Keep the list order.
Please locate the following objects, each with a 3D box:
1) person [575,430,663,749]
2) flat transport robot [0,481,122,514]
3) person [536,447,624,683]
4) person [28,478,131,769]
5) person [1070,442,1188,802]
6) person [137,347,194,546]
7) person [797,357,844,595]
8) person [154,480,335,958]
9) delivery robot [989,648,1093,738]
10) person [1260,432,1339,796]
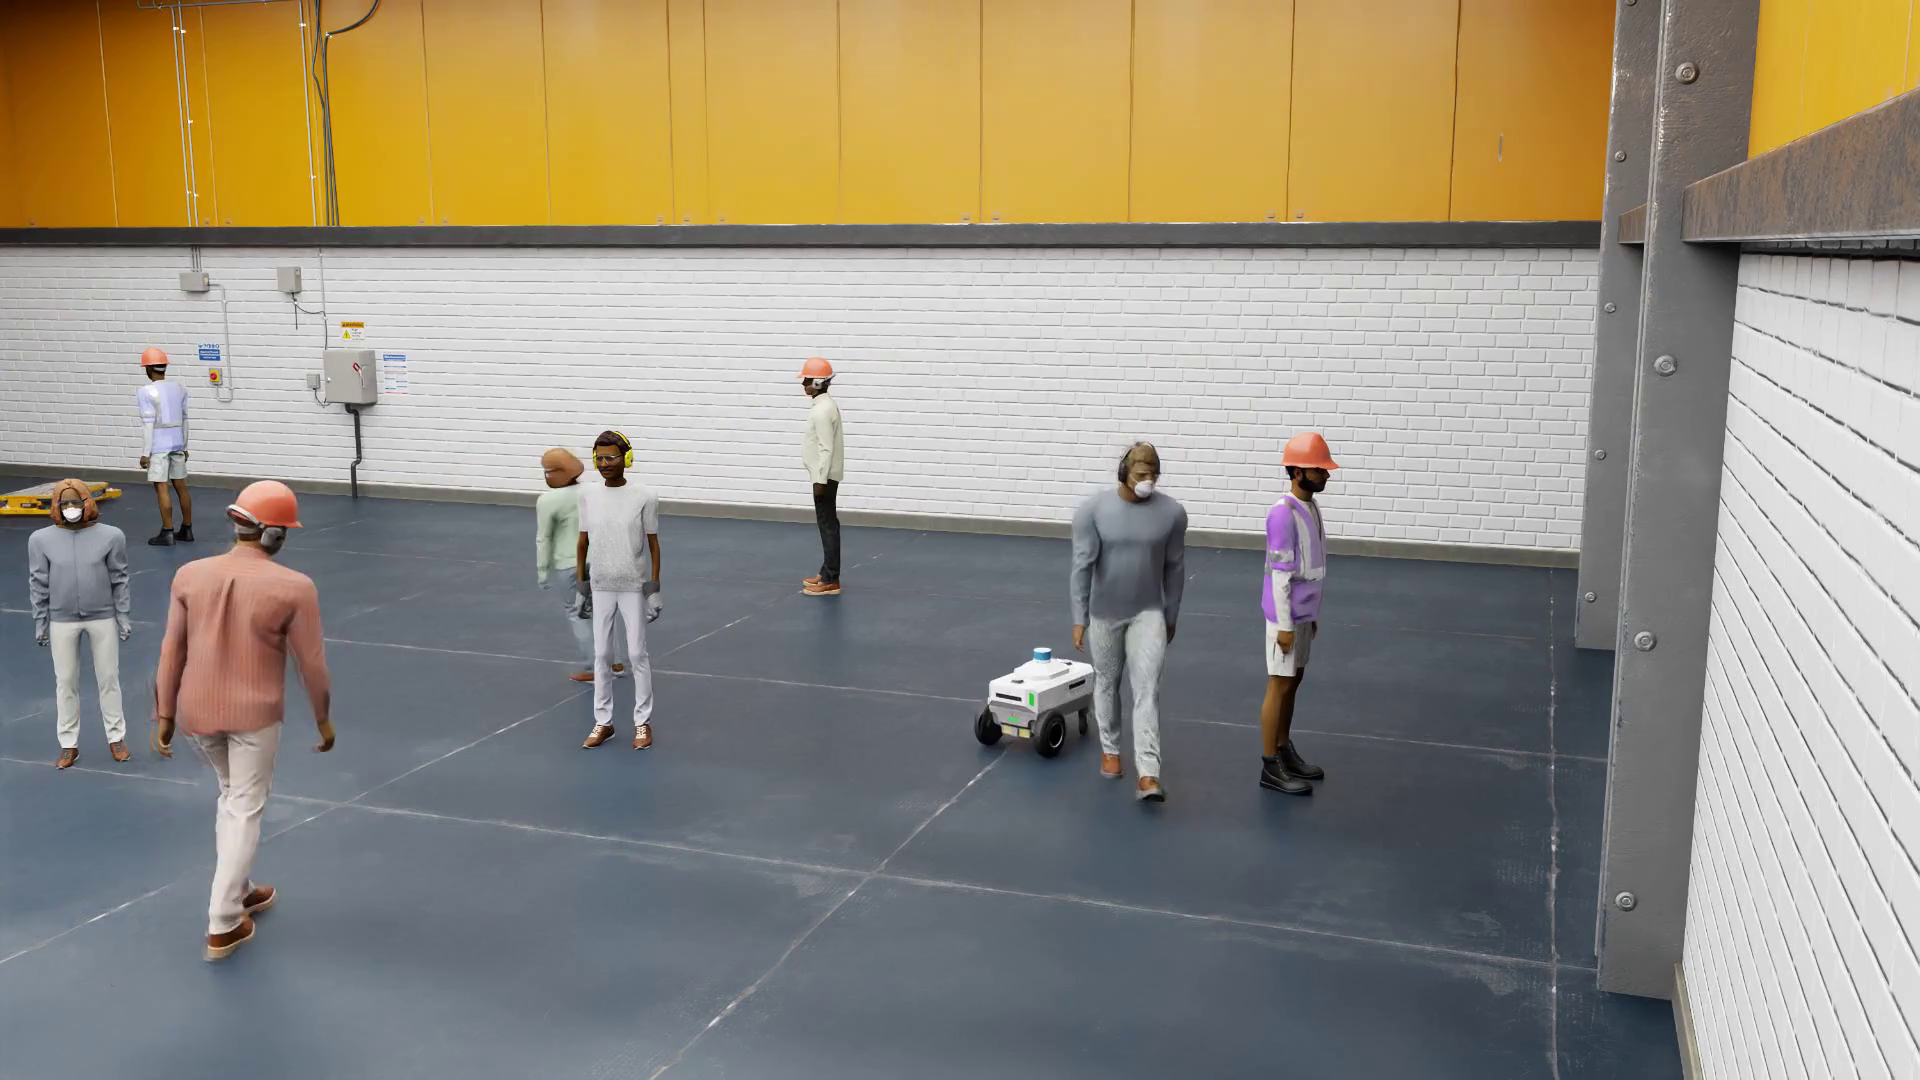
[{"bbox_3d":[-1.991,0.290,9.666,0.528,1.871,0.323,1,10,5],"label":"person"},{"bbox_3d":[-10.037,-0.483,18.523,0.652,0.197,1.431,0,10,1],"label":"flat transport robot"},{"bbox_3d":[-2.554,0.171,11.078,0.312,1.601,0.569,10,14,43],"label":"person"},{"bbox_3d":[-4.937,0.462,9.366,0.500,1.633,0.285,-5,11,-26],"label":"person"},{"bbox_3d":[0.902,0.431,8.803,0.644,1.884,1.016,0,10,-1],"label":"person"},{"bbox_3d":[-7.787,-0.910,16.239,0.364,1.934,0.553,4,11,21],"label":"person"},{"bbox_3d":[-1.165,-0.536,13.966,0.386,1.996,0.610,0,10,-1],"label":"person"},{"bbox_3d":[-2.996,0.732,6.993,0.645,1.933,0.725,1,10,6],"label":"person"},{"bbox_3d":[0.485,0.879,9.790,0.477,0.478,0.707,7,12,35],"label":"delivery robot"},{"bbox_3d":[1.822,0.384,8.946,0.375,1.939,0.546,5,11,28],"label":"person"}]
